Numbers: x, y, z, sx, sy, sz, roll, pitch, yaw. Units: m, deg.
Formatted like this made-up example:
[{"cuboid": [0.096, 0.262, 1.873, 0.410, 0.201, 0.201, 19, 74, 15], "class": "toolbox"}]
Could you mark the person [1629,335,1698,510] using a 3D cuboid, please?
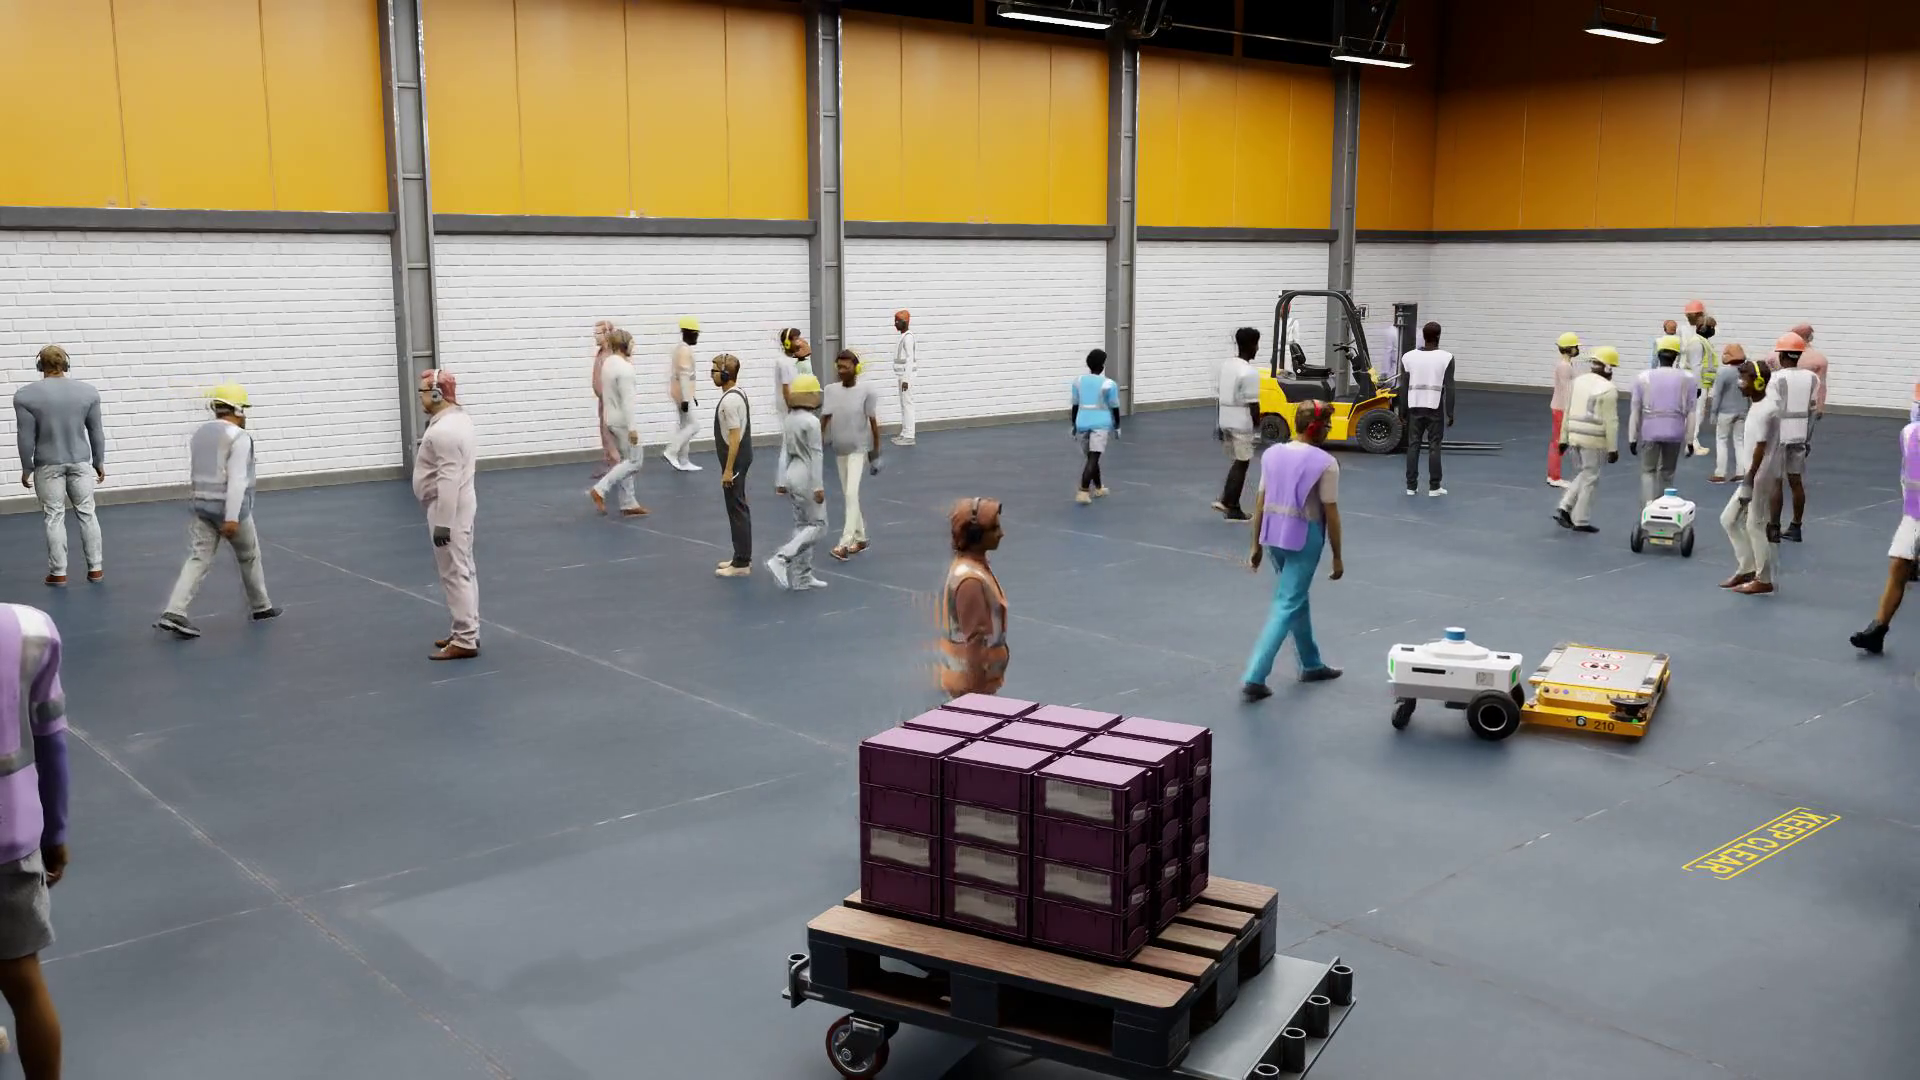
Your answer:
[{"cuboid": [6.707, -1.005, 15.881, 0.592, 1.894, 0.650, 3, 10, 19], "class": "person"}]

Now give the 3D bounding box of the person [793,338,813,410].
[{"cuboid": [-1.963, -1.670, 20.505, 0.286, 1.633, 0.499, -5, 11, -26], "class": "person"}]

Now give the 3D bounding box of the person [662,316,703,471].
[{"cuboid": [-3.354, -1.776, 20.336, 0.498, 1.904, 0.604, -3, 10, -16], "class": "person"}]

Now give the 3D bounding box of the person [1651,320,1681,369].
[{"cuboid": [11.084, -2.616, 26.033, 0.522, 1.637, 0.305, 1, 10, 8], "class": "person"}]

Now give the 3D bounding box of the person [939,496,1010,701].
[{"cuboid": [0.026, 0.617, 7.137, 0.438, 1.626, 0.520, 1, 10, 5], "class": "person"}]

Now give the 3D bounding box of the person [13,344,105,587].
[{"cuboid": [-7.184, -0.595, 13.320, 0.635, 1.937, 0.352, -8, 13, -40], "class": "person"}]

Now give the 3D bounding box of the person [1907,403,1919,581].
[{"cuboid": [7.749, -0.516, 13.098, 0.542, 1.876, 1.000, 4, 11, 24], "class": "person"}]

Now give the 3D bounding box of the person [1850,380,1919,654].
[{"cuboid": [6.412, -0.163, 10.995, 1.025, 1.875, 0.554, -5, 11, -27], "class": "person"}]

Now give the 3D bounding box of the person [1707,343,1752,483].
[{"cuboid": [8.953, -1.462, 19.299, 0.523, 1.626, 0.335, -2, 10, -10], "class": "person"}]

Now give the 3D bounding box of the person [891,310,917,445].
[{"cuboid": [-0.781, -2.271, 23.289, 0.356, 1.886, 0.574, -2, 10, -10], "class": "person"}]

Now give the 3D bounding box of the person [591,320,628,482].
[{"cuboid": [-4.141, -1.614, 19.486, 0.454, 1.896, 0.661, -6, 11, -32], "class": "person"}]

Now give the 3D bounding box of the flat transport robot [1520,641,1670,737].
[{"cuboid": [3.745, 0.848, 9.746, 0.652, 0.197, 1.431, 5, 11, 27], "class": "flat transport robot"}]

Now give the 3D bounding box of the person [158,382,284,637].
[{"cuboid": [-5.250, -0.216, 11.666, 0.595, 1.766, 0.963, 4, 11, 25], "class": "person"}]

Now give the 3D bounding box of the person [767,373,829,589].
[{"cuboid": [-1.270, -0.439, 13.018, 0.493, 1.724, 0.500, -6, 11, -30], "class": "person"}]

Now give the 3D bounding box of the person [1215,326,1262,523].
[{"cuboid": [2.786, -1.138, 16.463, 0.429, 1.946, 0.641, -4, 11, -24], "class": "person"}]

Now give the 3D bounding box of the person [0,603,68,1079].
[{"cuboid": [-2.794, 0.846, 4.626, 0.409, 2.034, 0.607, 6, 12, 33], "class": "person"}]

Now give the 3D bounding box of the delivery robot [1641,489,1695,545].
[{"cuboid": [6.338, -0.215, 14.871, 0.477, 0.478, 0.707, 6, 12, 32], "class": "delivery robot"}]

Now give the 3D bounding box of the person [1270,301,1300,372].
[{"cuboid": [5.518, -3.136, 28.352, 0.353, 1.886, 0.573, -7, 12, -36], "class": "person"}]

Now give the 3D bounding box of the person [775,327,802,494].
[{"cuboid": [-1.799, -1.417, 18.381, 0.523, 1.854, 0.572, 0, 10, 2], "class": "person"}]

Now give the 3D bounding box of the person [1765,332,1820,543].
[{"cuboid": [7.603, -0.941, 15.355, 0.552, 1.935, 0.373, -2, 10, -14], "class": "person"}]

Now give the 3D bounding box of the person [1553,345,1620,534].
[{"cuboid": [5.983, -0.932, 15.718, 0.452, 1.804, 0.602, -2, 10, -13], "class": "person"}]

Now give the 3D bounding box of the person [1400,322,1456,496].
[{"cuboid": [5.146, -1.440, 18.336, 0.597, 1.915, 0.372, 6, 11, 32], "class": "person"}]

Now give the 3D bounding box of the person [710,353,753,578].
[{"cuboid": [-1.875, -0.612, 13.692, 0.328, 1.844, 0.511, 0, 10, -1], "class": "person"}]

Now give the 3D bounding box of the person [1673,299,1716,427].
[{"cuboid": [10.920, -2.570, 24.682, 0.759, 2.015, 0.635, -7, 12, -34], "class": "person"}]

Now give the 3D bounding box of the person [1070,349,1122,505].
[{"cuboid": [1.451, -1.213, 17.791, 0.539, 1.645, 0.890, 6, 11, 30], "class": "person"}]

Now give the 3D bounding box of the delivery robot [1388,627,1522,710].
[{"cuboid": [2.765, 0.734, 9.312, 0.707, 0.478, 0.477, 4, 10, 21], "class": "delivery robot"}]

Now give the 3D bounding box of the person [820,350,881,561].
[{"cuboid": [-1.026, -0.729, 14.458, 0.538, 1.820, 0.957, 5, 11, 26], "class": "person"}]

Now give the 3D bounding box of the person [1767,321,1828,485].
[{"cuboid": [9.525, -1.542, 18.993, 0.655, 1.893, 0.573, 6, 11, 32], "class": "person"}]

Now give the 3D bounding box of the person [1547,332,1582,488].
[{"cuboid": [6.922, -1.487, 19.041, 0.306, 1.772, 0.527, 2, 10, 14], "class": "person"}]

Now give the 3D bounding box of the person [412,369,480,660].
[{"cuboid": [-3.376, -0.170, 10.929, 0.403, 1.906, 0.651, -1, 10, -8], "class": "person"}]

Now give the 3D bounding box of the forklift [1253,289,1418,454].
[{"cuboid": [5.034, -2.339, 22.783, 2.313, 2.155, 1.214, 3, 10, 16], "class": "forklift"}]

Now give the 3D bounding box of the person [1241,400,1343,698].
[{"cuboid": [2.023, 0.047, 10.007, 0.948, 1.794, 0.582, -6, 12, -33], "class": "person"}]

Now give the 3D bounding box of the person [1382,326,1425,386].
[{"cuboid": [6.685, -2.514, 24.727, 0.673, 1.874, 0.847, -2, 10, -13], "class": "person"}]

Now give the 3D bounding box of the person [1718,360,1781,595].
[{"cuboid": [6.115, -0.467, 12.871, 0.549, 1.831, 0.550, 3, 10, 19], "class": "person"}]

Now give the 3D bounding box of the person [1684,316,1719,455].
[{"cuboid": [9.871, -2.055, 22.162, 0.429, 1.843, 0.622, 5, 11, 29], "class": "person"}]

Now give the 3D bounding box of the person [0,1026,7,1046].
[{"cuboid": [-3.283, 0.886, 5.074, 0.432, 1.806, 0.706, 4, 11, 24], "class": "person"}]

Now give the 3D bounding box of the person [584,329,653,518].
[{"cuboid": [-3.423, -1.148, 16.615, 0.631, 1.919, 0.637, -5, 11, -27], "class": "person"}]
